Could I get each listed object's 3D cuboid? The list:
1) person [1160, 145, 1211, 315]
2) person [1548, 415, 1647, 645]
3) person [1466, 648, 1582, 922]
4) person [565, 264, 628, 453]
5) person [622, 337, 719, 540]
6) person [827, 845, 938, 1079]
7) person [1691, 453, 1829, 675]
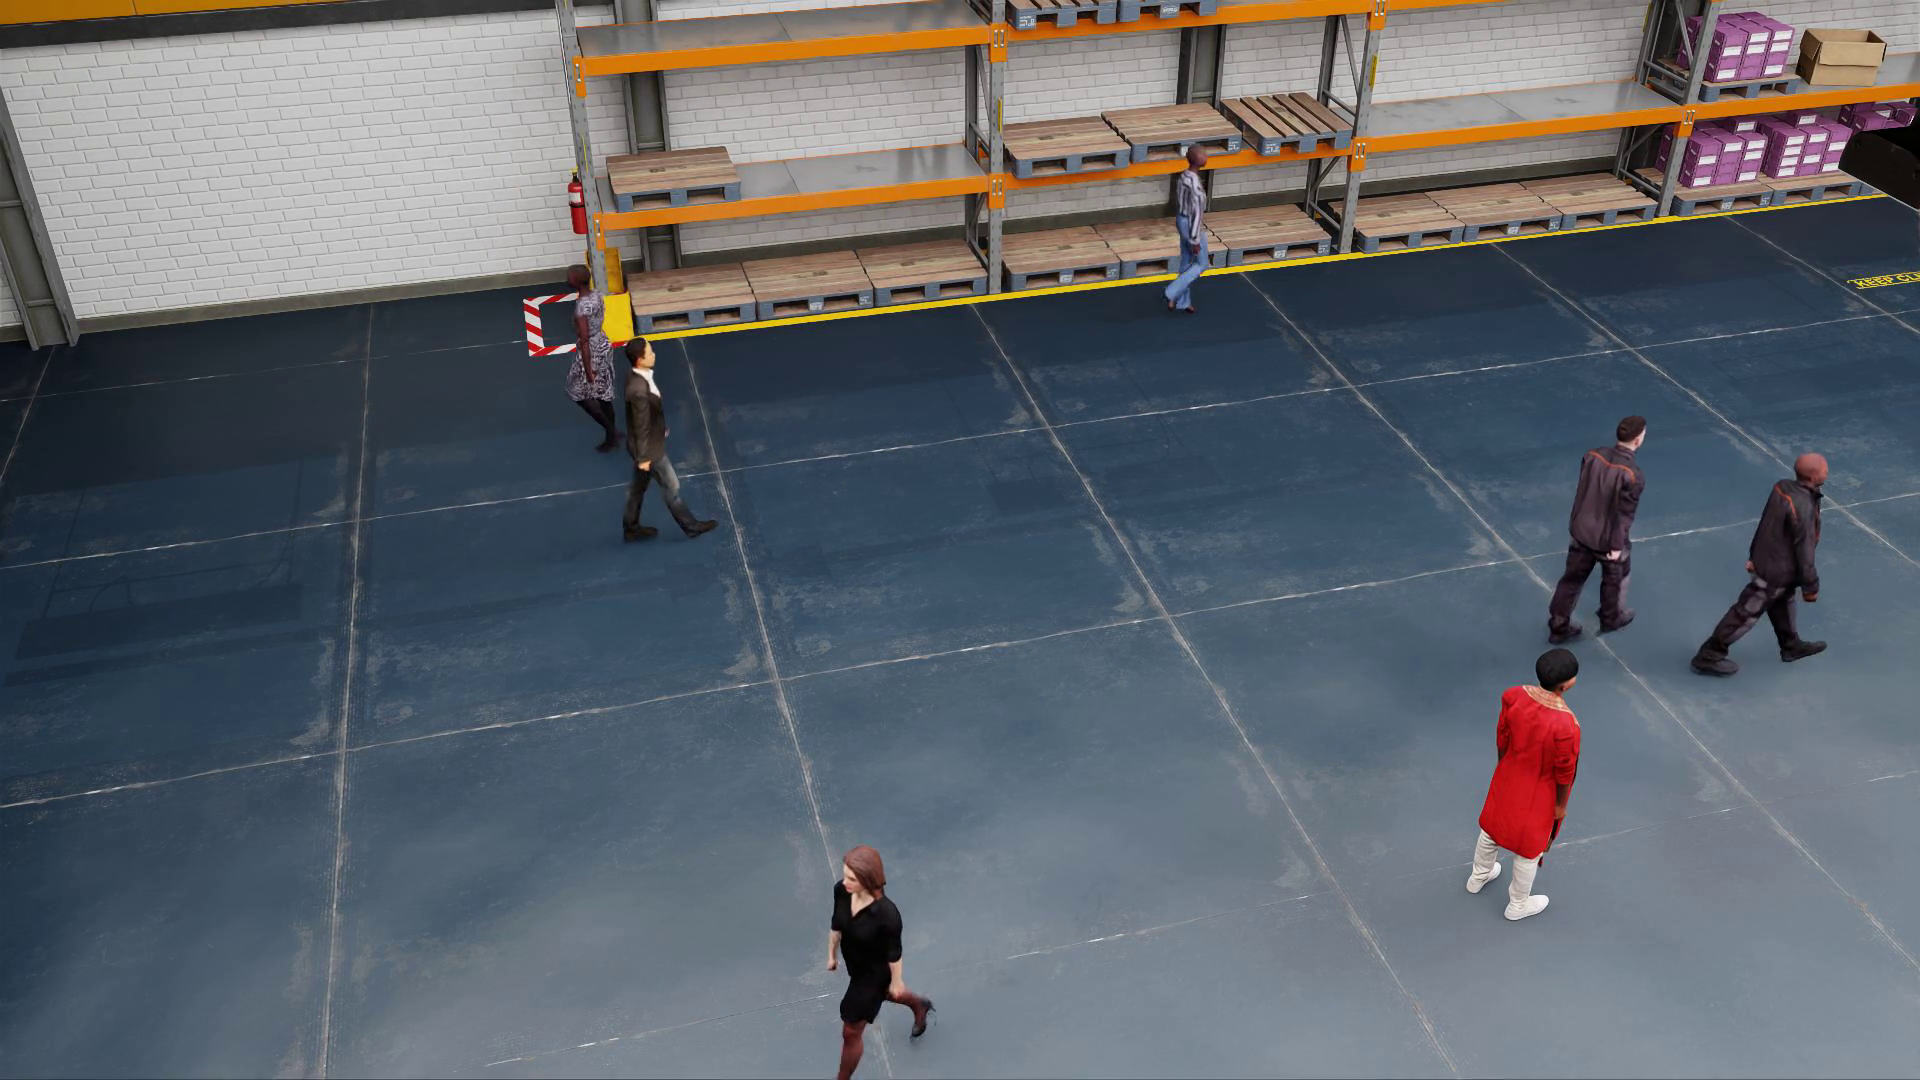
[{"bbox_3d":[2.195,-3.027,16.468,0.684,1.783,0.660,-6,34,-9],"label":"person"},{"bbox_3d":[4.519,-0.033,11.926,1.064,1.826,0.858,-15,37,-22],"label":"person"},{"bbox_3d":[3.315,1.412,9.698,0.718,1.884,0.755,-21,39,-28],"label":"person"},{"bbox_3d":[-3.030,-1.513,14.198,0.851,1.776,0.780,8,34,11],"label":"person"},{"bbox_3d":[-2.549,-0.742,13.040,0.957,1.772,0.691,-8,34,-12],"label":"person"},{"bbox_3d":[-0.419,2.208,8.702,1.166,1.662,0.955,-29,43,-36],"label":"person"},{"bbox_3d":[5.589,0.199,11.604,1.294,1.795,1.004,4,34,6],"label":"person"}]
